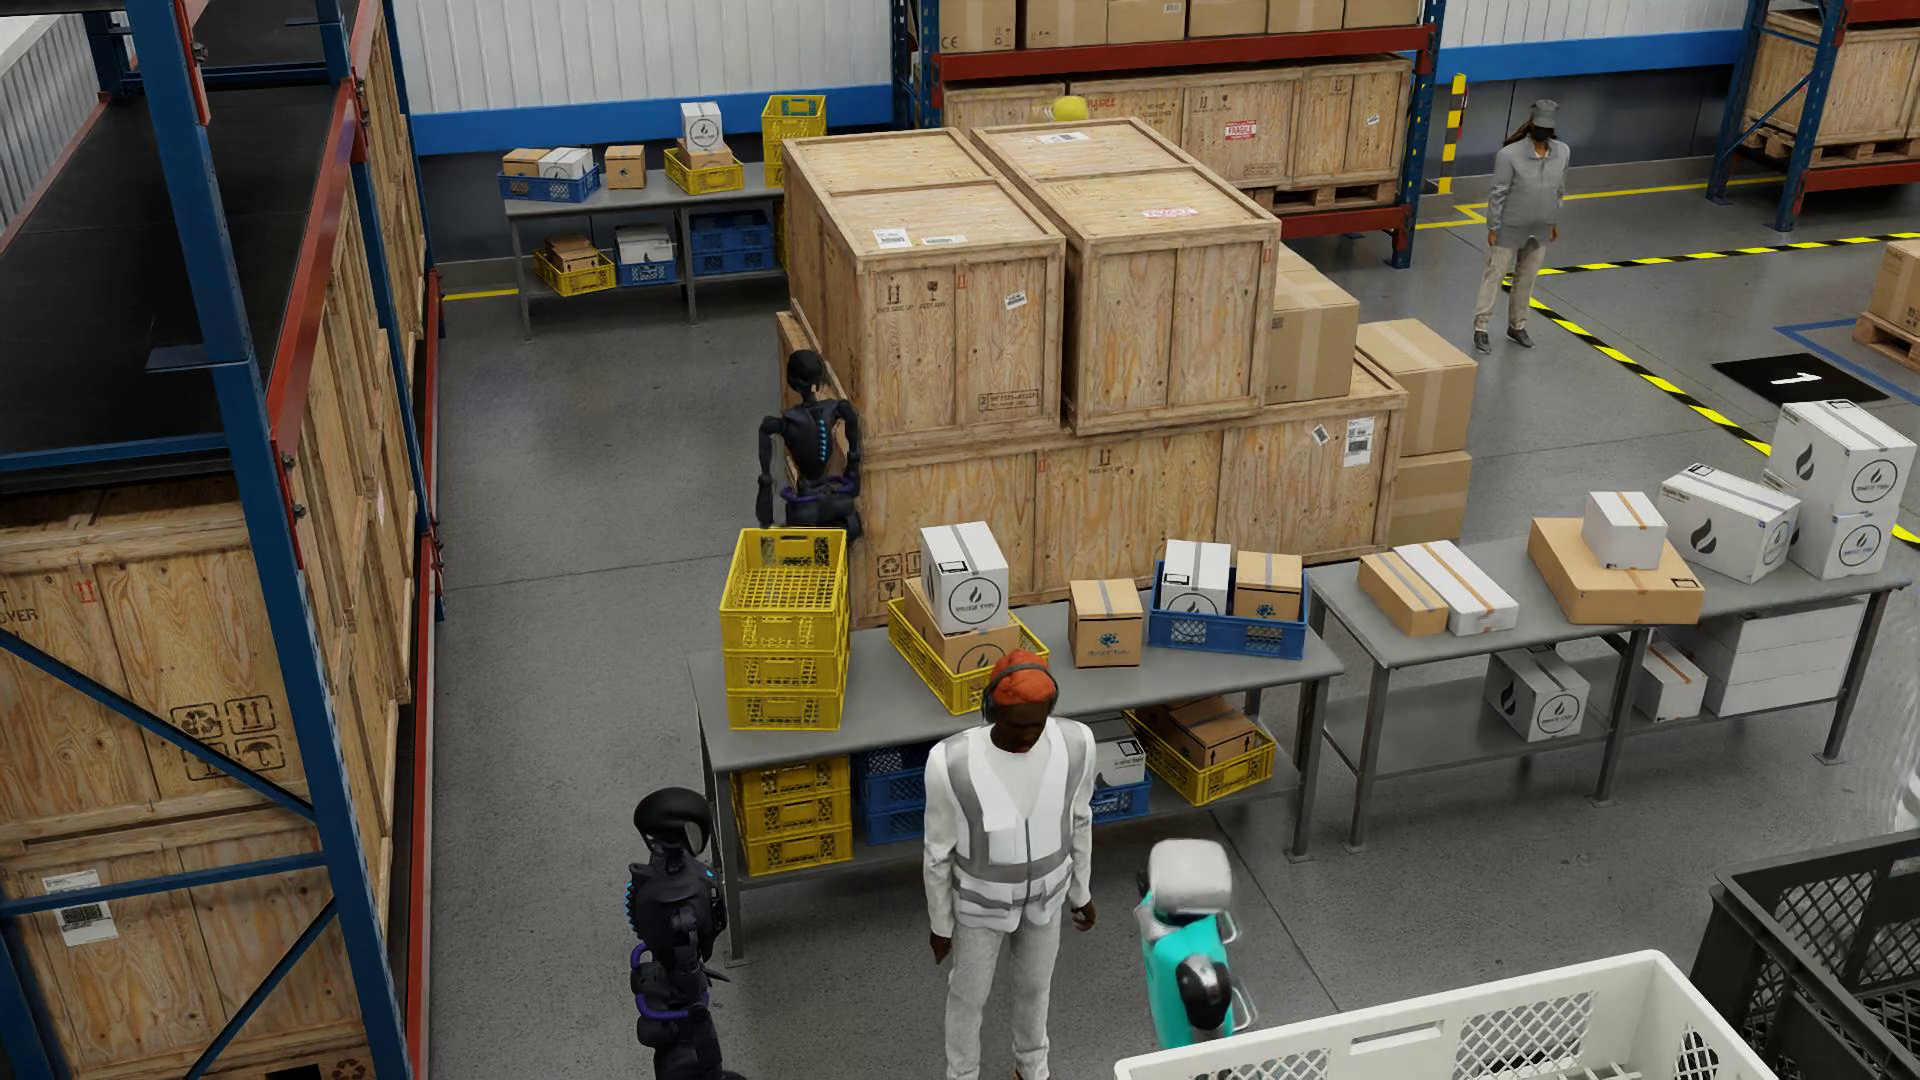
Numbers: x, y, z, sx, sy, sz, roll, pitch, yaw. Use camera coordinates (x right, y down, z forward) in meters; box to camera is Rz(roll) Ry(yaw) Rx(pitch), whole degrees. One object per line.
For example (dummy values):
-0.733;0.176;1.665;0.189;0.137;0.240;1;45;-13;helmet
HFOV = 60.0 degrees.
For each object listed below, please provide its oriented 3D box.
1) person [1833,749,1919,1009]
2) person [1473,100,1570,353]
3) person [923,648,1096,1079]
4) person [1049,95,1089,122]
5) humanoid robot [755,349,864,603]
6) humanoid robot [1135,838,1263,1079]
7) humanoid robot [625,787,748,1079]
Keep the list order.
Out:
3.426;0.980;5.628;0.633;1.920;0.543;-19;34;-31;person
3.884;-2.170;11.500;0.572;1.766;0.396;-7;30;-13;person
0.163;1.159;5.336;0.572;1.887;0.356;-10;30;-17;person
0.626;-2.173;11.483;0.512;1.791;0.612;-18;33;-29;person
-0.700;-0.100;7.841;0.605;1.637;0.370;-18;34;-29;humanoid robot
0.859;1.599;4.740;0.779;1.813;0.548;-4;29;-8;humanoid robot
-0.827;1.434;5.039;0.315;1.657;0.599;-7;30;-13;humanoid robot
